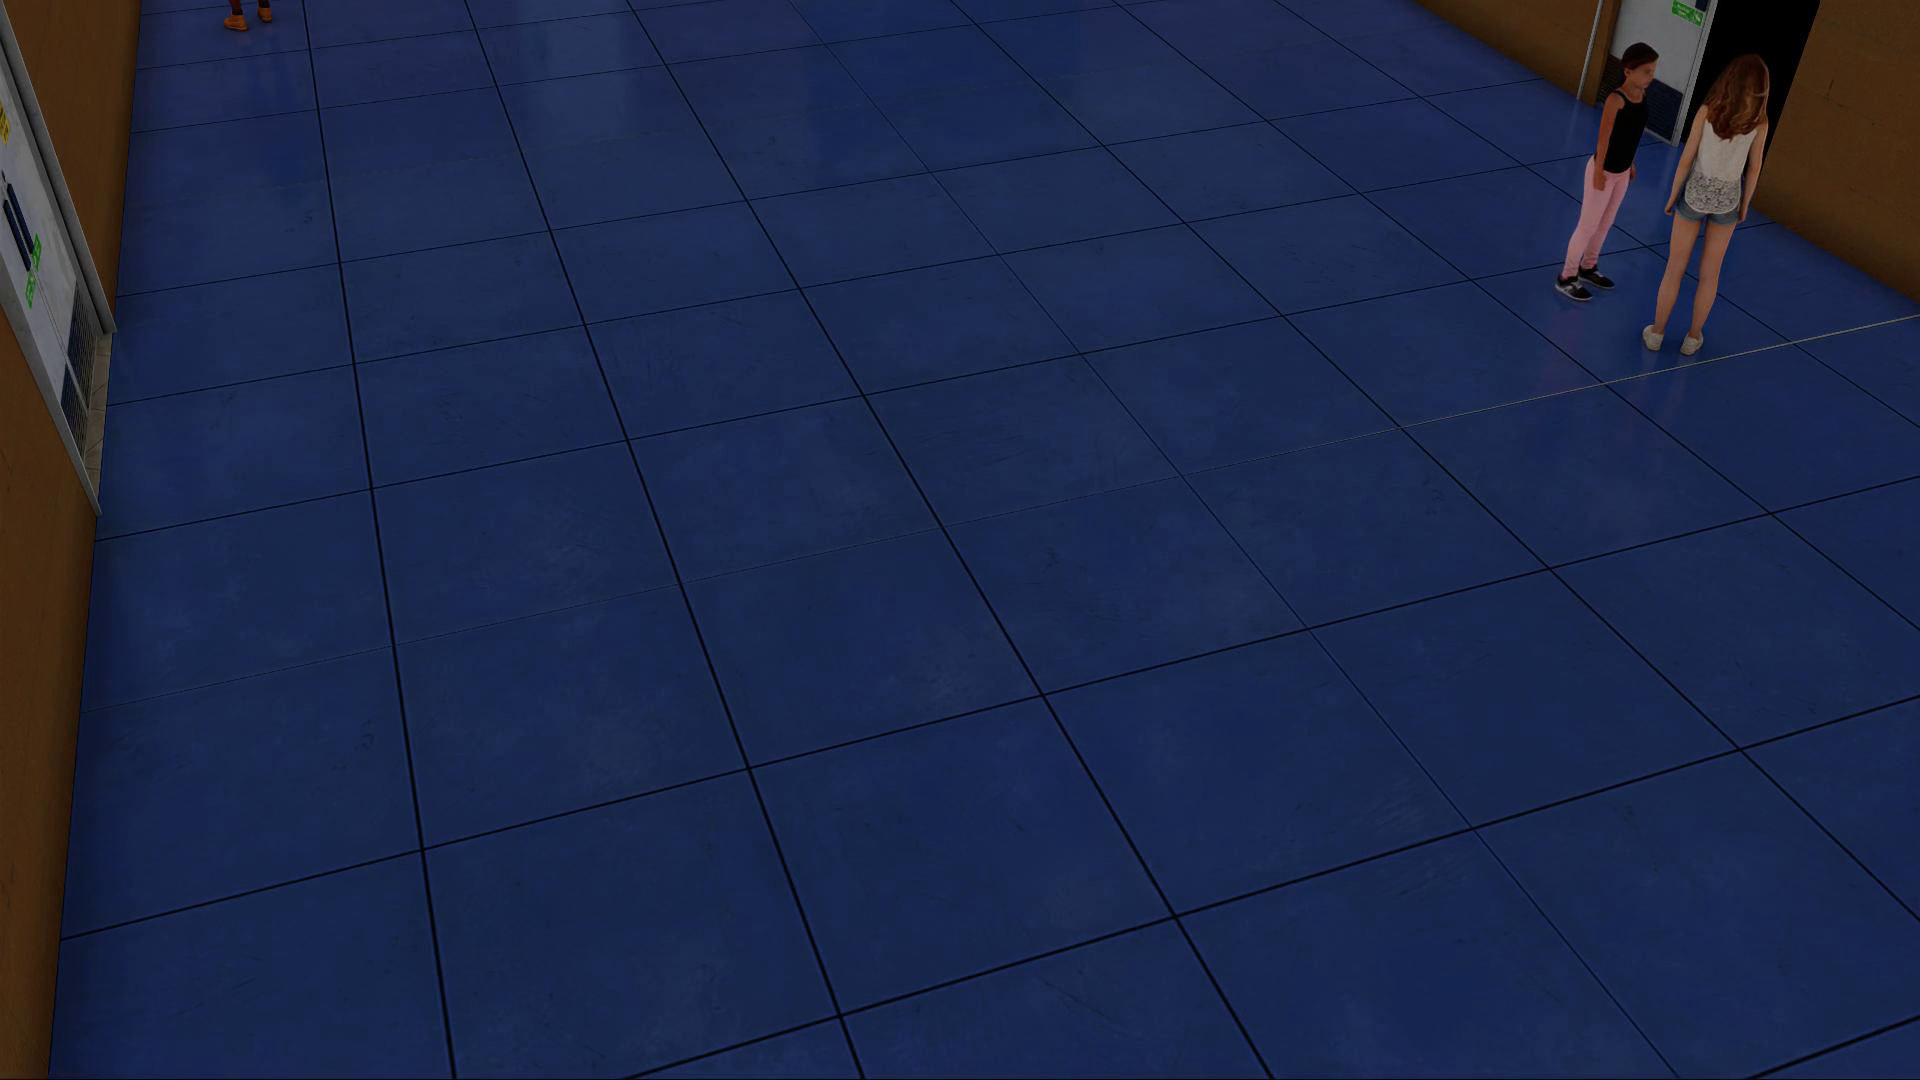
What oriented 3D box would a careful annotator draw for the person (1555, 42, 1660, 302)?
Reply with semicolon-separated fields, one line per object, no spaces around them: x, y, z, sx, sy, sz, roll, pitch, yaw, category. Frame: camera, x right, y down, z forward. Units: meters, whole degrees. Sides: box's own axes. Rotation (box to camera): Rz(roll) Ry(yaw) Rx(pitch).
3.863;-2.195;9.887;0.524;1.563;0.630;-27;44;-31;person

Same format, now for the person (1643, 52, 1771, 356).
4.171;-1.849;9.264;0.638;1.758;0.711;13;39;17;person
